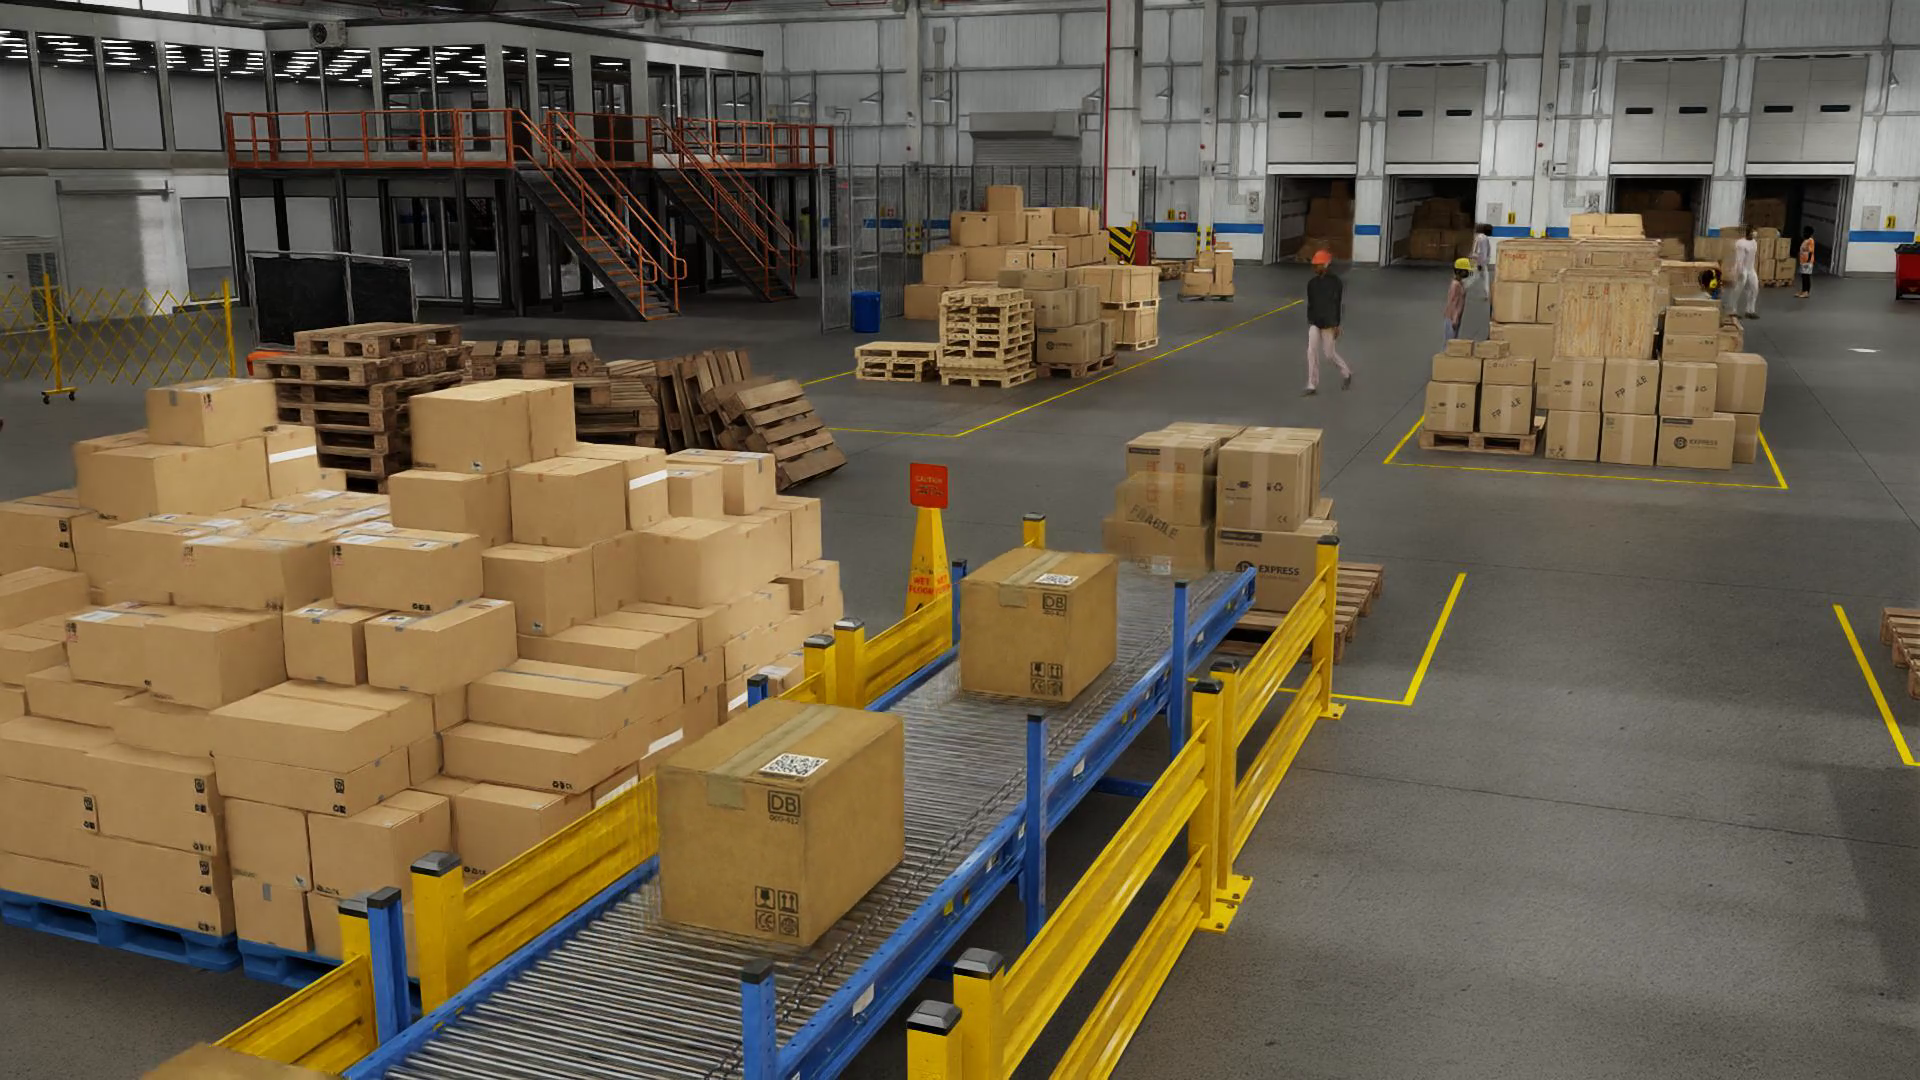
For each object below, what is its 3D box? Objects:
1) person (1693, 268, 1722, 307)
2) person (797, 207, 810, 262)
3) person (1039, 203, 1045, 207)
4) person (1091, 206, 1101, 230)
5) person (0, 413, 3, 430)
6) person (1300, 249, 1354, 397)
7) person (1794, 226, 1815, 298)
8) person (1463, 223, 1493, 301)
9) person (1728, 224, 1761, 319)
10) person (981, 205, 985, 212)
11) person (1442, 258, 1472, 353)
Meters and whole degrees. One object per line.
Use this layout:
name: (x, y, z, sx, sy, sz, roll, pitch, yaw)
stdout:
person: (8.994, -2.398, 20.307, 0.887, 1.842, 0.513, -2, 13, -7)
person: (-5.045, -10.004, 54.549, 0.629, 1.796, 0.993, -7, 14, -27)
person: (2.659, -9.921, 53.800, 0.616, 1.942, 0.408, 0, 13, 1)
person: (4.079, -9.474, 51.893, 0.857, 1.892, 0.620, -4, 13, -16)
person: (-8.588, -1.134, 14.280, 0.631, 2.002, 1.043, -9, 15, -34)
person: (4.925, -2.905, 22.274, 0.732, 1.973, 0.628, -9, 15, -34)
person: (20.011, -6.573, 39.339, 0.317, 1.697, 0.540, 2, 13, 11)
person: (11.891, -6.381, 38.258, 0.826, 1.805, 0.662, 3, 13, 15)
person: (15.923, -5.396, 33.575, 0.628, 1.912, 0.756, -7, 14, -29)
person: (0.717, -9.281, 50.949, 0.545, 1.939, 0.374, -2, 13, -7)
person: (7.180, -3.195, 24.068, 0.368, 1.756, 0.525, 5, 14, 21)
